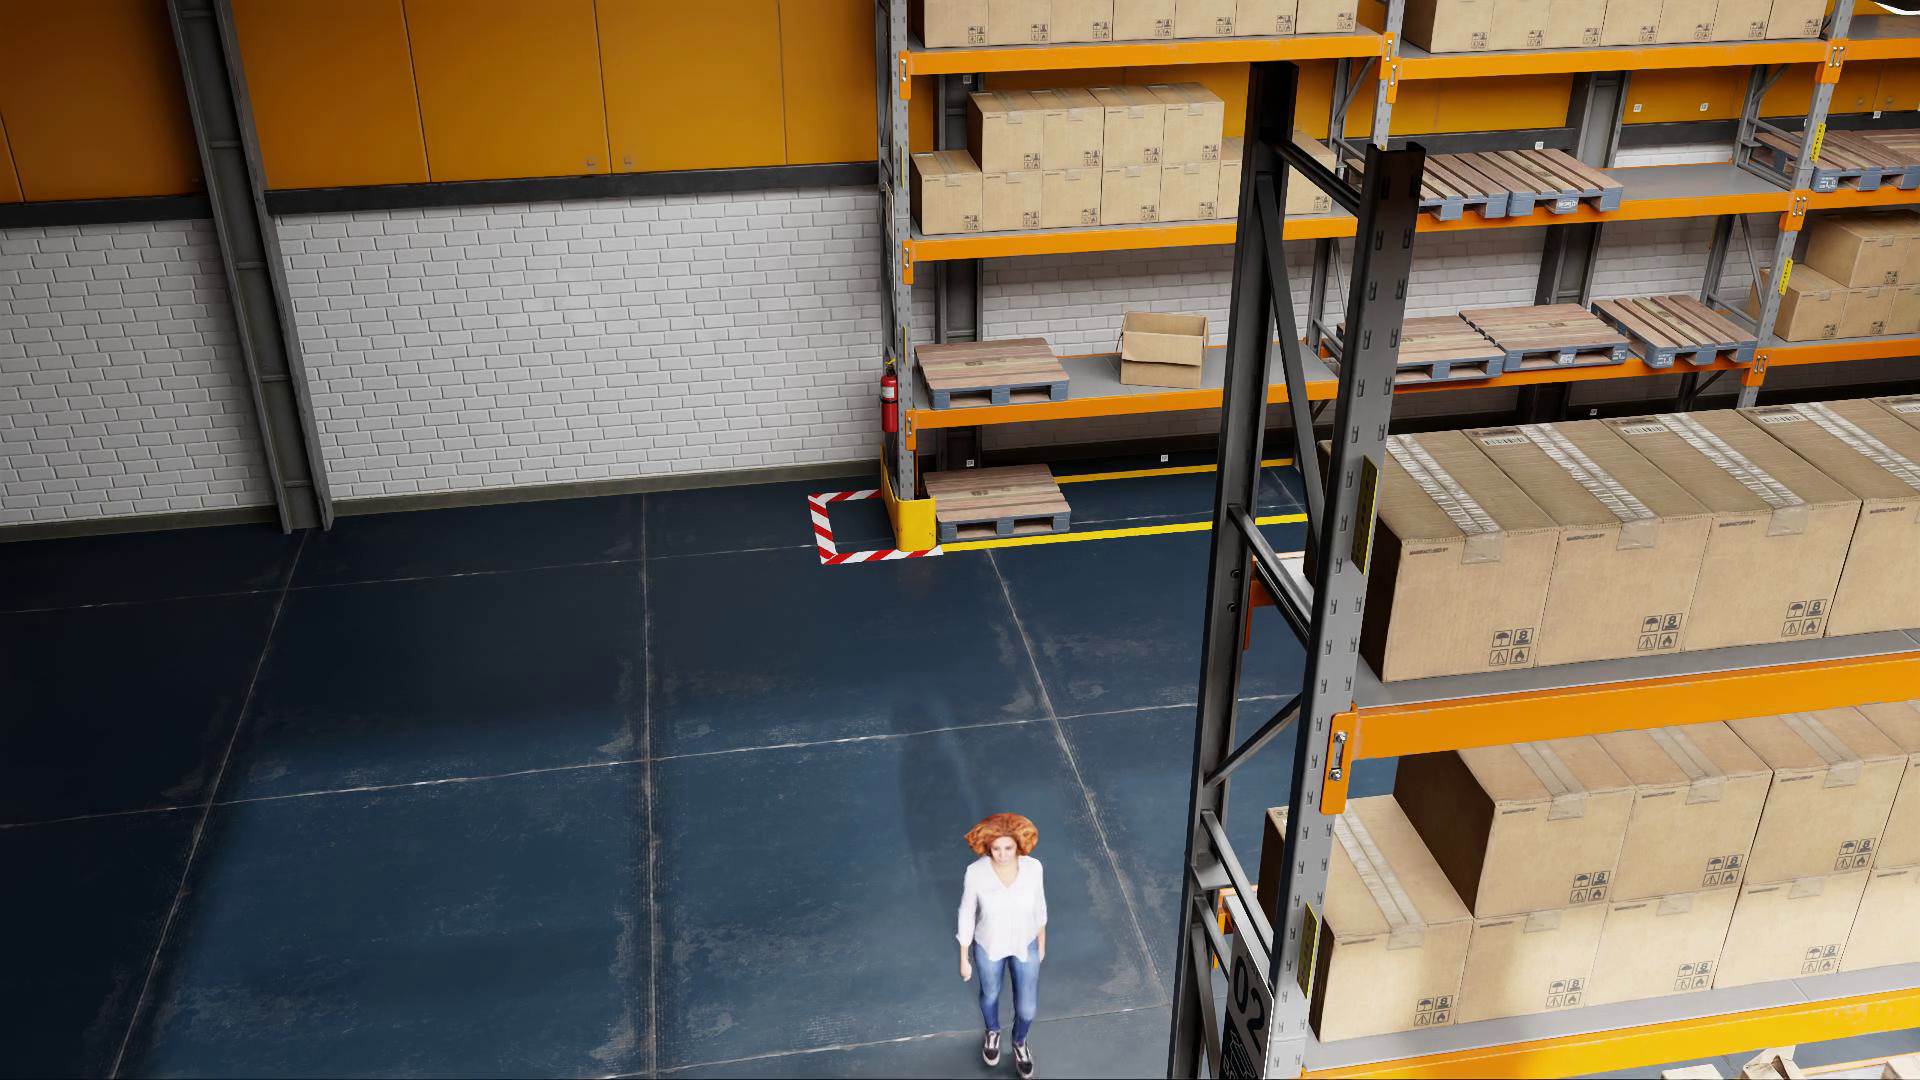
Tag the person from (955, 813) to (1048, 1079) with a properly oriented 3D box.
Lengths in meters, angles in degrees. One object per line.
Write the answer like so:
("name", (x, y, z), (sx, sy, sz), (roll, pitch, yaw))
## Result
("person", (0.242, 2.152, 9.154), (0.611, 1.692, 0.755), (-1, 29, -1))
